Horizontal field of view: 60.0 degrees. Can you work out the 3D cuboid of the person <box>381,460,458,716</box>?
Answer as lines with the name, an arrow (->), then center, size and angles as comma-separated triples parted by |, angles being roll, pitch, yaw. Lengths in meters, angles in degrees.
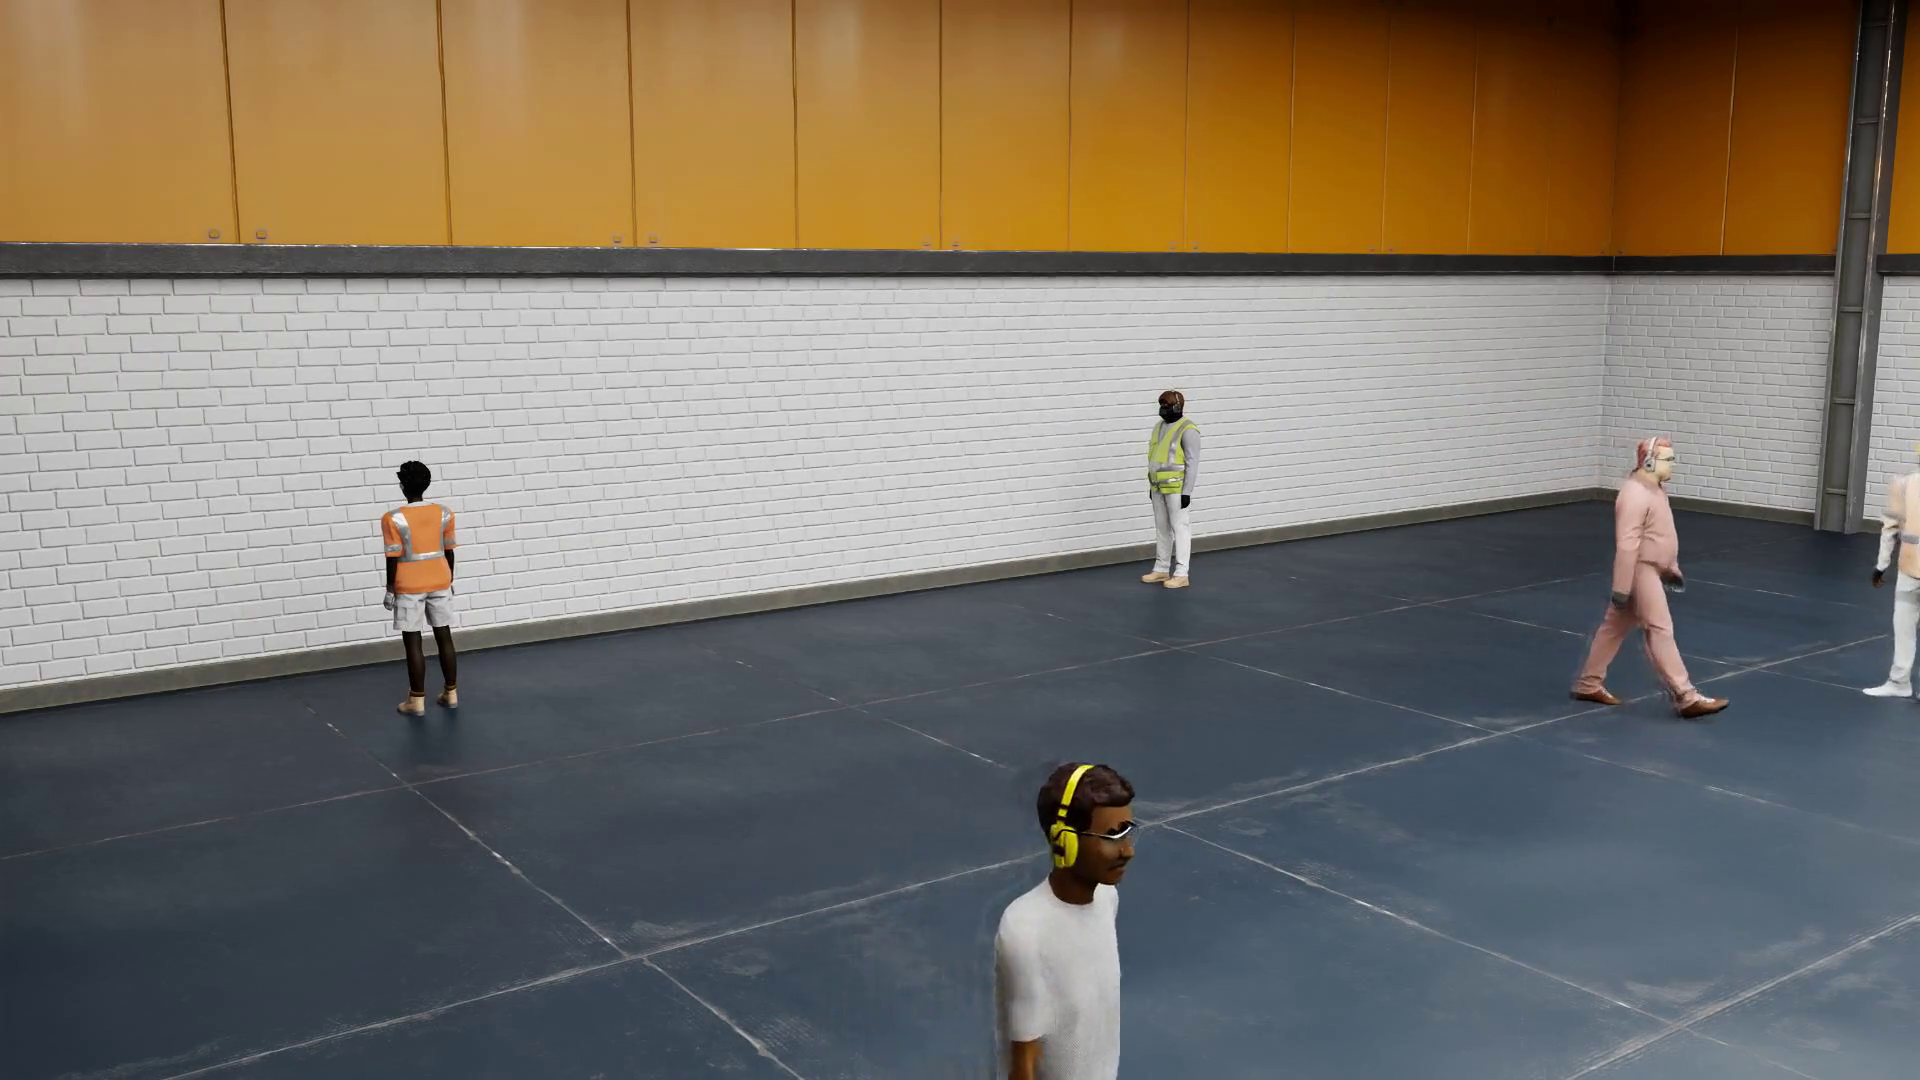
person -> -3.594, 0.317, 11.083 | 0.319, 1.695, 0.538 | 8, 12, 42

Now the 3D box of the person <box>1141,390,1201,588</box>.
person -> 1.964, -0.480, 15.558 | 0.429, 1.844, 0.625 | -5, 11, -30

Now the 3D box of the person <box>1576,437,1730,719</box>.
person -> 4.618, 0.245, 11.047 | 0.988, 1.857, 0.643 | 5, 10, 27

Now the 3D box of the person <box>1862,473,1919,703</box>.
person -> 6.490, 0.202, 11.217 | 0.362, 1.883, 0.714 | -6, 11, -32

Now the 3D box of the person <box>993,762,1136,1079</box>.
person -> 0.189, 1.407, 3.983 | 0.951, 1.831, 0.530 | 7, 11, 36
